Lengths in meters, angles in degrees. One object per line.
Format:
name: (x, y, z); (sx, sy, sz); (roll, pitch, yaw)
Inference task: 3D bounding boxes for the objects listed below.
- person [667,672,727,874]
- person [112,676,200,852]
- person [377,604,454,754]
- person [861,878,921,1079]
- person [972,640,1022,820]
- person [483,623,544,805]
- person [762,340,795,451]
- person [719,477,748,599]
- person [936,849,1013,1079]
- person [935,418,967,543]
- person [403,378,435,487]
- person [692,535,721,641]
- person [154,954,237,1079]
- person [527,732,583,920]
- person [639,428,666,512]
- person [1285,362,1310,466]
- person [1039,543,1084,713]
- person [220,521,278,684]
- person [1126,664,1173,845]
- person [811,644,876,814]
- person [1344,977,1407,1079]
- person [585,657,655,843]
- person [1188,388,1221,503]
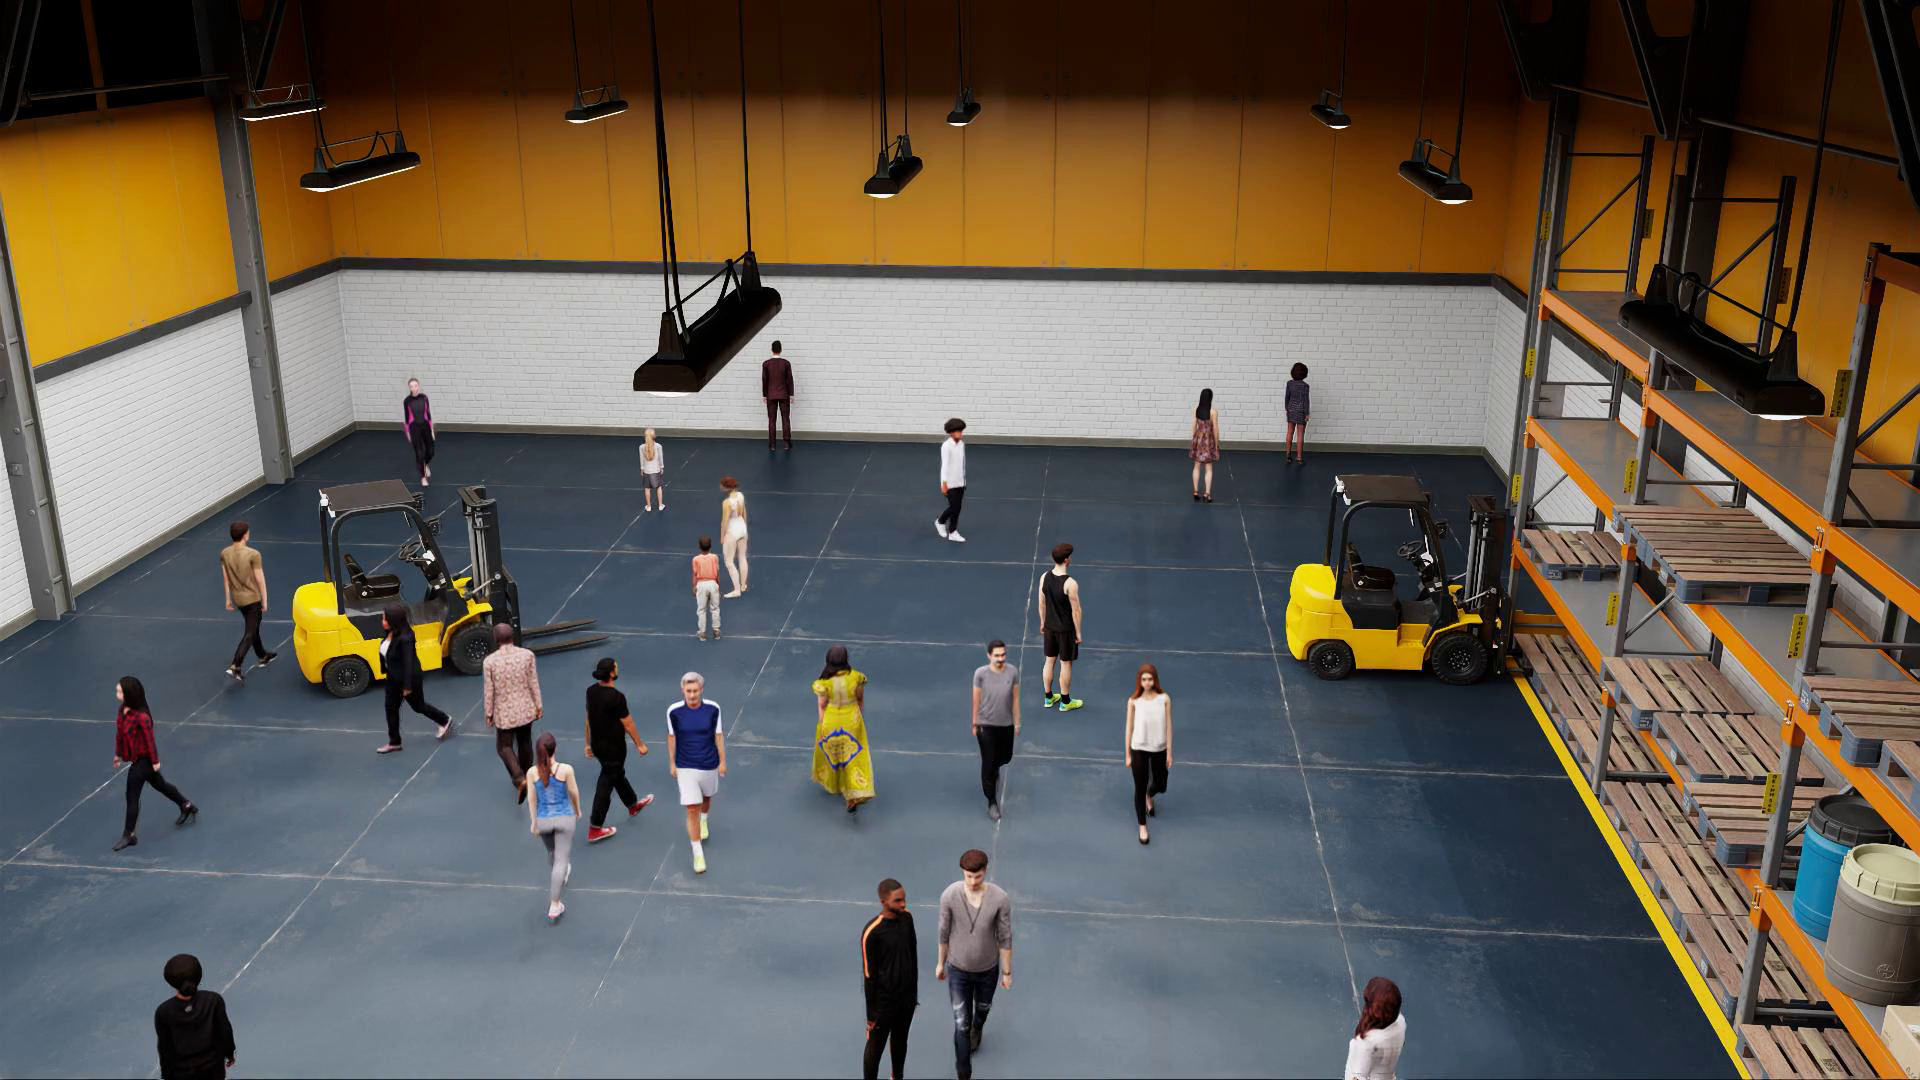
person: (-2.382, 2.011, 15.080); (0.924, 1.795, 1.255); (-5, 19, -13)
person: (-7.487, 2.002, 15.389); (0.992, 1.614, 1.136); (15, 24, 38)
person: (-5.660, 1.412, 17.177); (1.021, 1.591, 1.151); (16, 24, 39)
person: (-0.500, 3.169, 11.621); (0.677, 1.808, 0.752); (-17, 25, -41)
person: (0.320, 1.744, 15.977); (0.854, 1.728, 1.120); (-5, 19, -14)
person: (-4.291, 1.694, 16.044); (1.033, 1.781, 1.123); (-11, 21, -29)
person: (-3.094, -2.462, 28.253); (0.728, 1.864, 0.638); (-2, 19, -5)
person: (-2.885, -0.077, 21.559); (0.661, 1.616, 0.826); (-16, 24, -39)
person: (0.112, 3.016, 11.985); (0.779, 1.865, 1.263); (0, 19, 0)
person: (-0.161, -0.854, 23.583); (0.876, 1.797, 0.812); (14, 23, 35)
person: (-8.540, -1.727, 26.278); (0.754, 1.731, 0.840); (-9, 21, -25)
person: (-3.057, 0.569, 20.123); (0.529, 1.309, 0.551); (-5, 19, -15)
person: (-4.978, 3.496, 10.879); (0.799, 1.661, 0.874); (-10, 21, -26)
person: (-3.456, 2.444, 14.142); (0.616, 1.572, 1.065); (0, 19, 1)
person: (-4.637, -1.069, 25.040); (0.559, 1.274, 0.586); (-3, 19, -10)
person: (5.550, -2.084, 27.384); (0.743, 1.701, 0.692); (-16, 25, -40)
person: (1.089, 0.943, 18.100); (0.782, 1.891, 0.788); (14, 23, 36)
person: (-8.147, 0.720, 18.877); (0.785, 1.818, 1.251); (5, 19, 14)
person: (1.746, 1.933, 15.441); (0.652, 1.712, 0.886); (-1, 19, -2)
person: (-1.119, 1.827, 15.893); (0.927, 1.623, 1.246); (-4, 19, -10)
person: (2.676, 3.588, 10.444); (1.073, 1.764, 1.157); (-14, 23, -35)
person: (-3.310, 1.966, 15.333); (1.030, 1.719, 1.149); (17, 25, 42)
person: (3.736, -1.448, 25.384); (0.786, 1.773, 0.820); (11, 22, 30)
